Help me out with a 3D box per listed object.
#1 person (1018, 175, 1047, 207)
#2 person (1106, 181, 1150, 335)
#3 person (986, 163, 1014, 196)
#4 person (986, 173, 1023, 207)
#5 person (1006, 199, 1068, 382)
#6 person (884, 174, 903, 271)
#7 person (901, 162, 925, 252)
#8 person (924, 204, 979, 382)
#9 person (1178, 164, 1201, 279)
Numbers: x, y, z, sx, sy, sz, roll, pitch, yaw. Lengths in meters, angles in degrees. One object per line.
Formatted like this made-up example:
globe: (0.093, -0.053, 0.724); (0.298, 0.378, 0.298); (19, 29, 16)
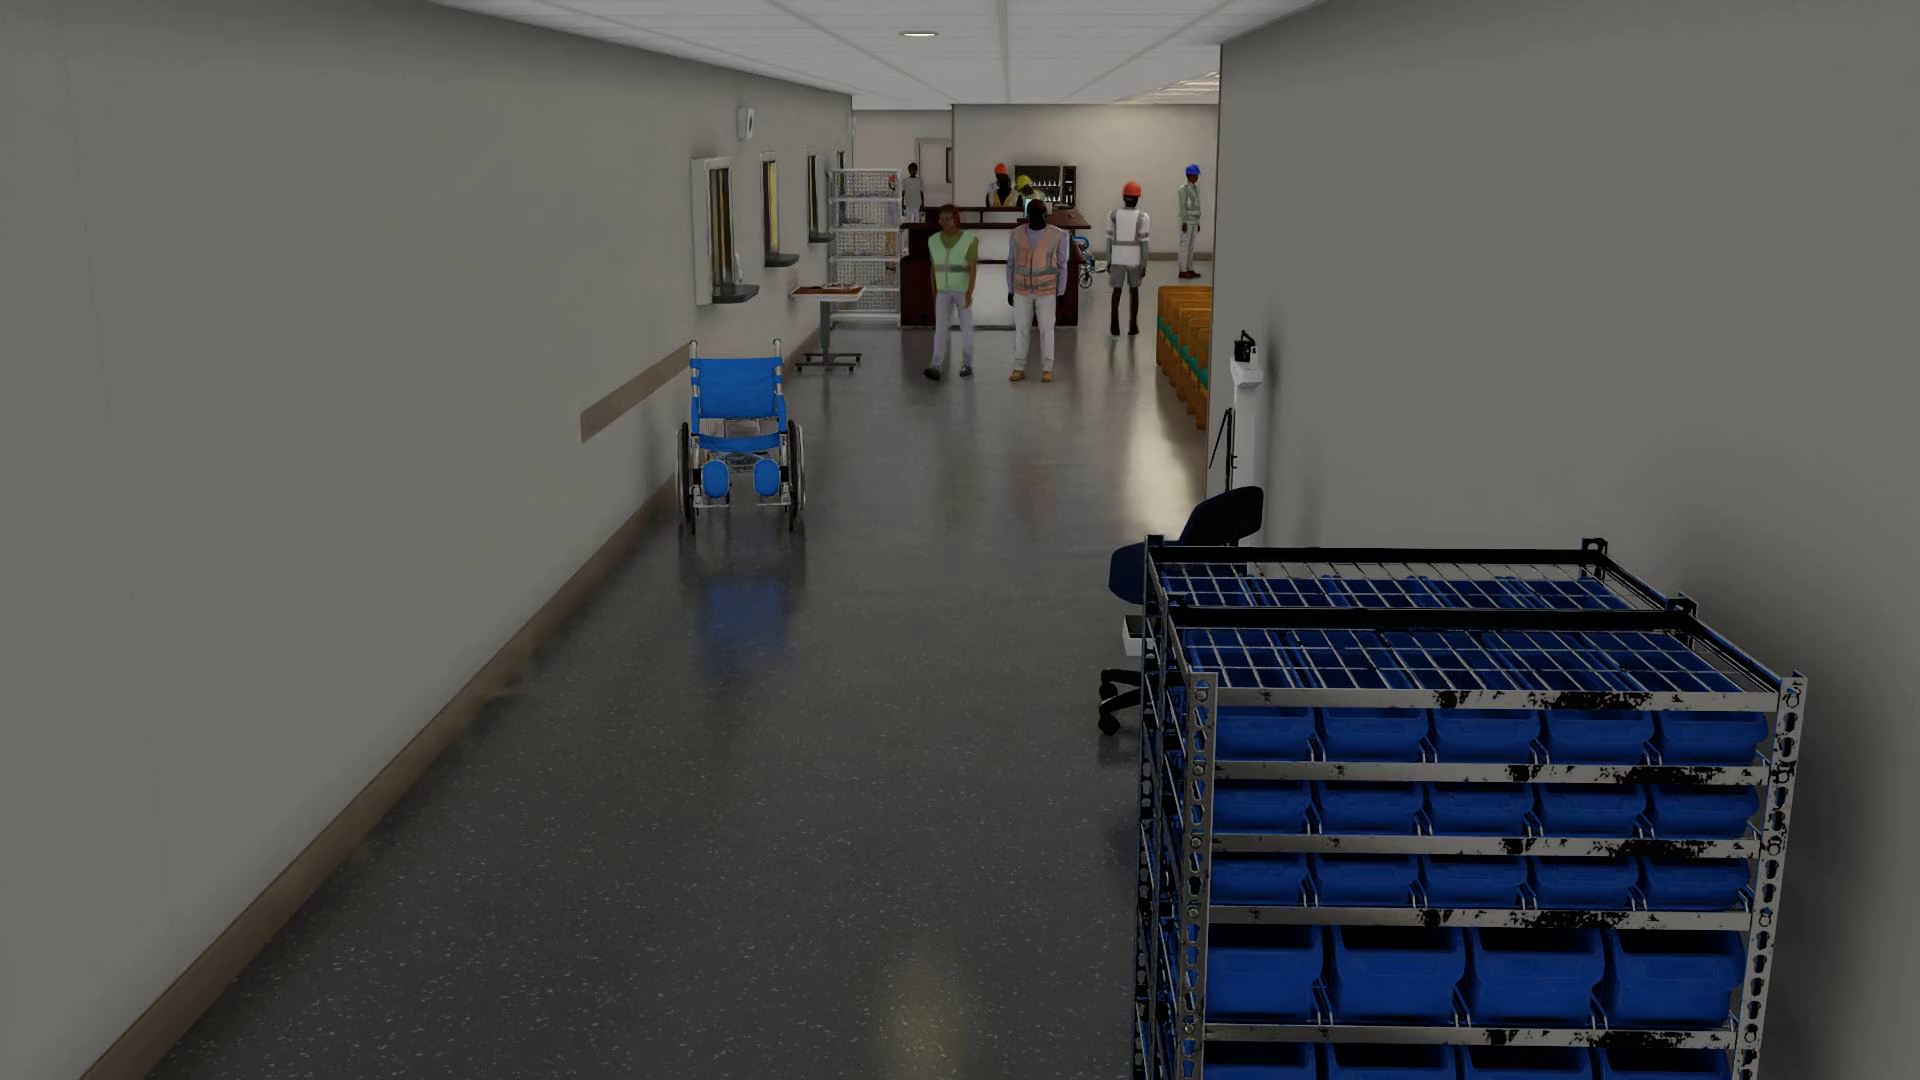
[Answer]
person: (1.229, -5.317, 28.355); (0.620, 1.776, 0.413); (-4, 14, -15)
person: (2.058, -3.468, 20.574); (0.557, 1.914, 0.754); (4, 14, 15)
person: (0.732, -5.816, 30.044); (0.545, 1.938, 0.361); (-6, 15, -24)
person: (0.711, -5.055, 27.186); (0.618, 1.836, 0.430); (3, 14, 10)
person: (0.768, -2.521, 16.871); (0.622, 1.845, 0.430); (4, 14, 15)
person: (-1.200, -5.753, 30.190); (0.347, 1.741, 0.564); (-4, 14, -15)
person: (-0.992, -6.974, 34.900); (0.507, 1.865, 0.329); (-2, 14, -7)
person: (-0.088, -2.519, 16.993); (0.572, 1.778, 1.015); (5, 15, 19)
person: (3.978, -5.510, 28.779); (0.385, 1.948, 0.605); (9, 16, 31)
